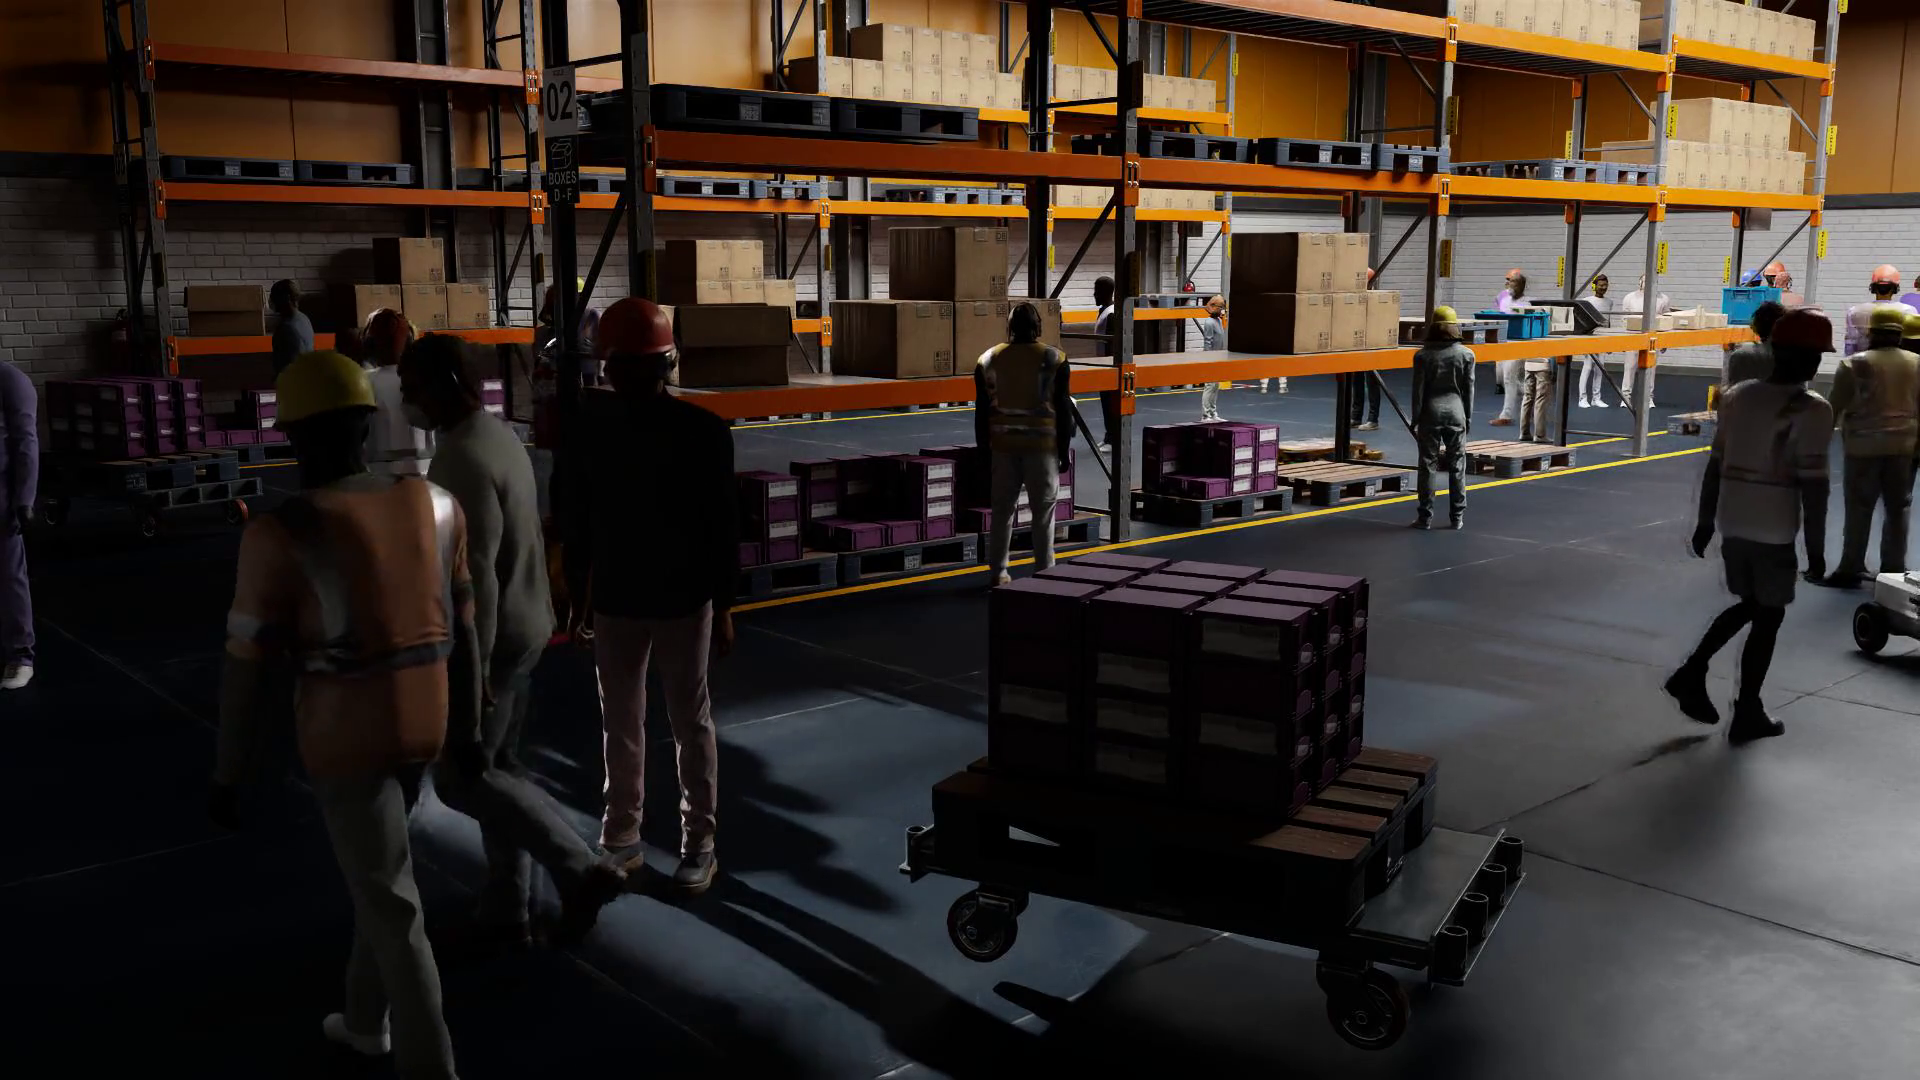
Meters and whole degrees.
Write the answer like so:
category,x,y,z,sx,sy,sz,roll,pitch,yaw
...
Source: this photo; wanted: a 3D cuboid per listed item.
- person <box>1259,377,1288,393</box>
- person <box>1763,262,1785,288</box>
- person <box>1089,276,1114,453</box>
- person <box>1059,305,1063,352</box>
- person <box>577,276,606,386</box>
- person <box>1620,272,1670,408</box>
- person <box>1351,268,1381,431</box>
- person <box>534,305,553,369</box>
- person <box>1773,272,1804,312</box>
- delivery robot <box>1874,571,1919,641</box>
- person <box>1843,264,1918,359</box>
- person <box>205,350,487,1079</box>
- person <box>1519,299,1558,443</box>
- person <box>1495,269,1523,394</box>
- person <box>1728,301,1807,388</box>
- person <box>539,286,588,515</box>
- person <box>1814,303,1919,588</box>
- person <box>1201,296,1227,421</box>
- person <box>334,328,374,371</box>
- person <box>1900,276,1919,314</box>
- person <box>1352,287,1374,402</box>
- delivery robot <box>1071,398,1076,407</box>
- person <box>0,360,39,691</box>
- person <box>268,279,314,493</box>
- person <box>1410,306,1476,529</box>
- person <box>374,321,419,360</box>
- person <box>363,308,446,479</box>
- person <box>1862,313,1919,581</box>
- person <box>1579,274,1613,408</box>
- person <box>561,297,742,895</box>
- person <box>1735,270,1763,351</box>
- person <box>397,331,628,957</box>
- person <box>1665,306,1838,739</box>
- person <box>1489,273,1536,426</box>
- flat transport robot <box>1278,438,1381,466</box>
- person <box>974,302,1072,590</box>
category,x,y,z,sx,sy,sz,roll,pitch,yaw
person,4.893,-3.281,25.886,0.608,1.995,0.377,2,10,13
person,11.258,-2.836,23.137,0.609,2.044,0.397,-6,11,-31
person,1.620,-1.900,18.065,0.391,1.911,0.582,0,10,-1
person,0.827,-1.383,15.639,0.322,1.697,0.532,-2,10,-9
person,-3.962,-1.787,17.369,0.591,1.920,0.395,4,11,25
person,9.583,-2.799,23.313,0.636,1.911,0.406,3,10,16
person,4.939,-2.331,20.330,0.394,1.989,0.616,-5,11,-27
person,-4.470,-1.789,18.232,0.493,1.625,0.282,7,12,37
person,11.224,-2.713,22.814,0.653,1.906,0.408,7,12,34
delivery robot,5.089,0.334,8.656,0.477,0.478,0.707,0,10,1
person,8.704,-1.580,15.774,0.607,2.048,0.366,6,11,31
person,-1.529,0.486,4.122,0.803,1.884,0.619,6,11,31
person,6.625,-1.922,18.989,0.311,1.634,0.519,-4,10,-22
person,8.438,-3.174,25.445,0.365,1.932,0.543,-6,12,-33
person,5.422,-0.679,11.166,0.530,1.813,0.963,5,11,28
person,-2.895,-0.918,12.242,0.367,1.936,0.570,-3,10,-18
person,5.806,-0.586,10.614,0.701,1.830,0.410,0,10,1
person,3.217,-2.272,21.068,0.283,1.623,0.509,5,11,26
person,-4.414,-0.749,12.199,0.673,1.600,0.508,-7,12,-37
person,14.782,-3.172,25.677,0.570,1.844,0.377,9,13,44
person,5.845,-2.869,24.207,0.543,1.733,0.551,1,10,8
delivery robot,1.166,-1.565,19.770,0.477,0.478,0.707,2,10,12
person,-4.841,-0.204,8.120,0.637,1.911,0.406,0,10,0
person,-5.482,-1.175,13.716,0.371,1.941,0.627,-3,10,-15
person,3.752,-0.947,12.976,0.483,1.736,0.311,1,10,4
person,-2.989,-0.277,8.852,0.441,1.807,0.642,8,13,41
person,-2.717,-0.176,8.048,0.577,1.879,0.351,-6,11,-30
person,6.132,-0.600,10.890,0.521,1.758,0.350,-2,10,-13
person,8.948,-2.787,23.356,0.532,1.870,0.316,-3,10,-17
person,-1.039,0.197,5.525,0.623,1.989,0.400,2,10,14
person,10.631,-2.654,22.368,0.602,1.943,0.394,-4,11,-24
person,-1.375,0.330,5.008,0.561,1.906,0.680,-1,10,-6
person,3.498,-0.057,7.268,0.573,1.914,0.590,-3,10,-18
person,6.997,-2.386,20.852,0.747,1.921,0.636,-3,10,-17
flat transport robot,3.572,-0.877,16.849,1.431,0.197,0.652,-8,13,-41
person,0.406,-0.578,10.542,0.627,1.837,0.428,3,10,18
